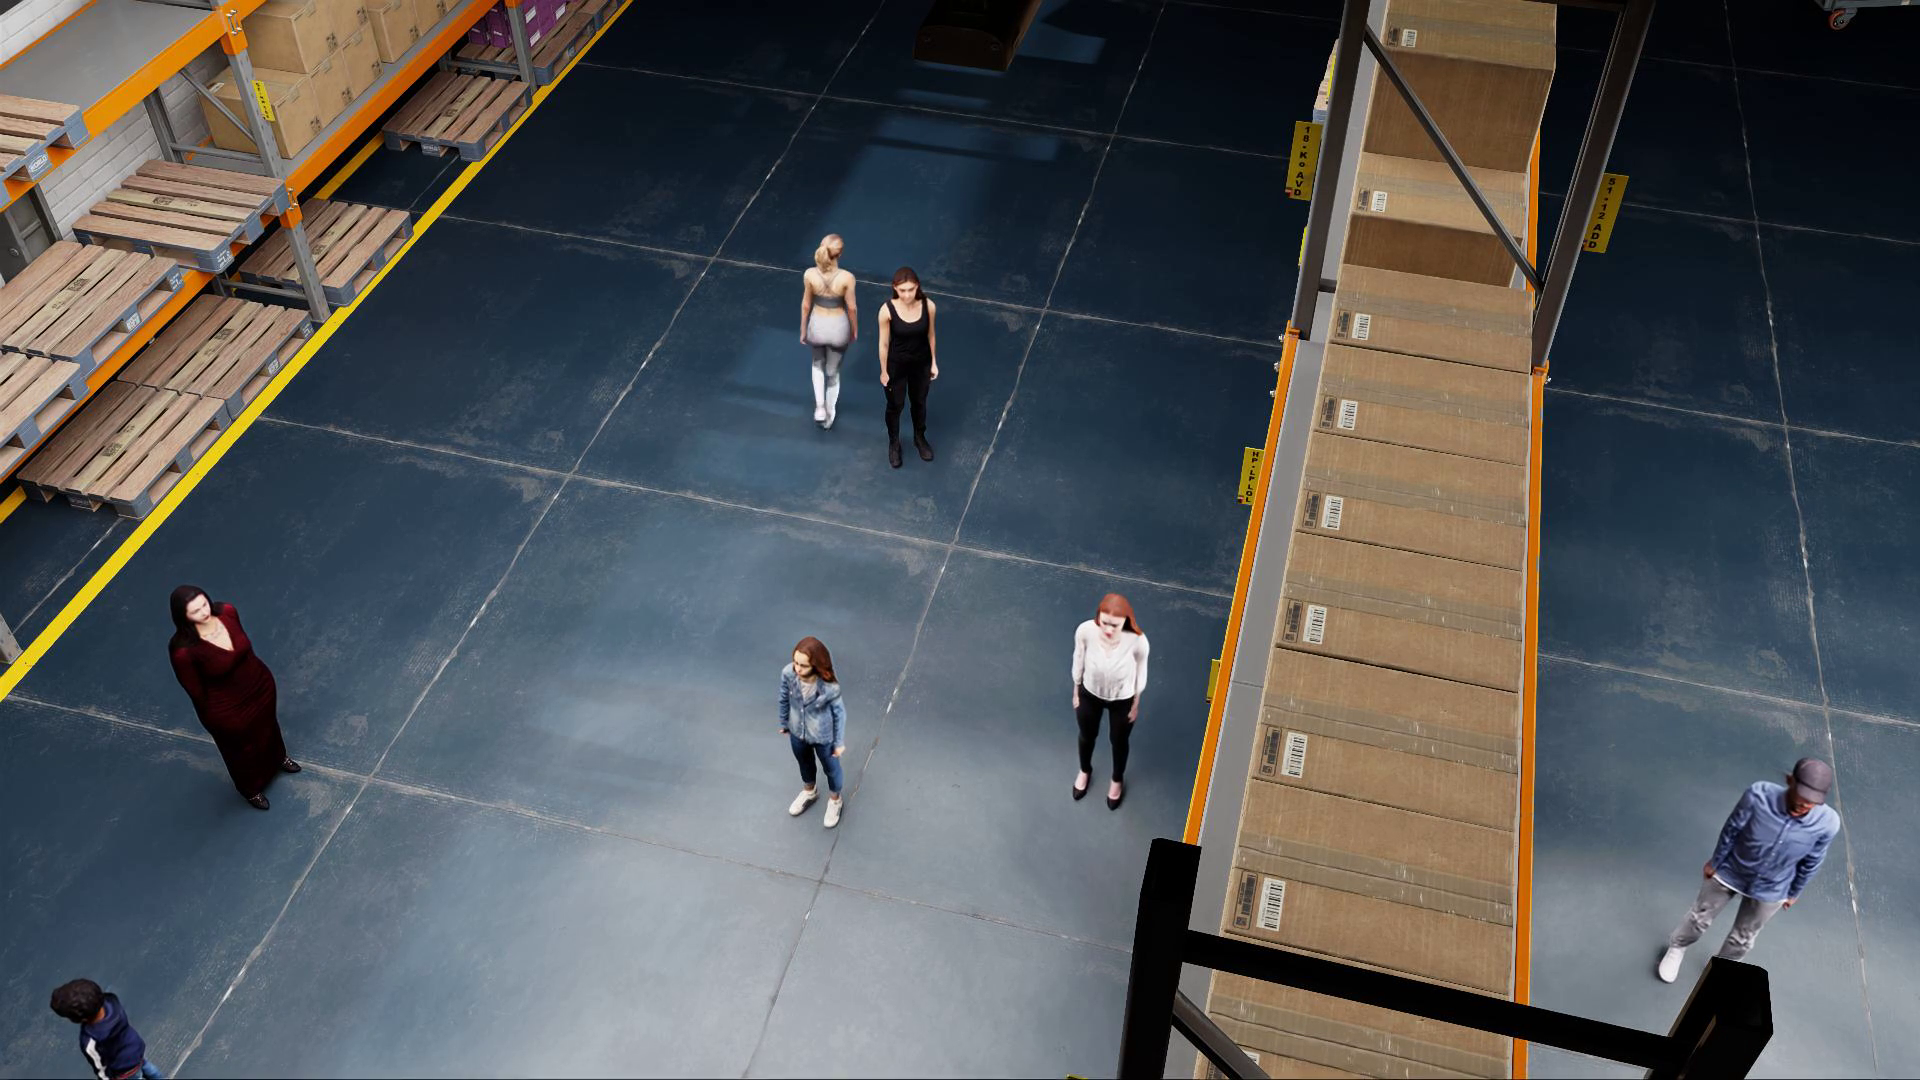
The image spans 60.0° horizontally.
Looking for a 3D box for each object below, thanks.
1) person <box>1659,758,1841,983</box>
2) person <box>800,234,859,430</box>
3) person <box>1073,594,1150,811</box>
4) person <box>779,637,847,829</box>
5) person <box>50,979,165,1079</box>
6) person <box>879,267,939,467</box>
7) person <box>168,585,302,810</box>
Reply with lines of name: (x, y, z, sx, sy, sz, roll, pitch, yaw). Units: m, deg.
person: (4.221, 1.777, 8.852, 0.709, 1.885, 0.668, 22, 48, 22)
person: (-0.987, -1.487, 12.422, 0.653, 1.686, 0.681, 1, 44, 1)
person: (0.875, 0.940, 9.822, 0.584, 1.758, 0.486, 11, 45, 12)
person: (-0.859, 1.121, 9.837, 0.597, 1.477, 0.541, 17, 46, 17)
person: (-4.284, 2.598, 8.470, 0.641, 1.223, 0.534, -3, 44, -3)
person: (-0.379, -1.286, 12.210, 0.679, 1.687, 0.698, -11, 45, -12)
person: (-4.325, 0.902, 9.862, 0.741, 1.757, 0.558, 14, 45, 15)
